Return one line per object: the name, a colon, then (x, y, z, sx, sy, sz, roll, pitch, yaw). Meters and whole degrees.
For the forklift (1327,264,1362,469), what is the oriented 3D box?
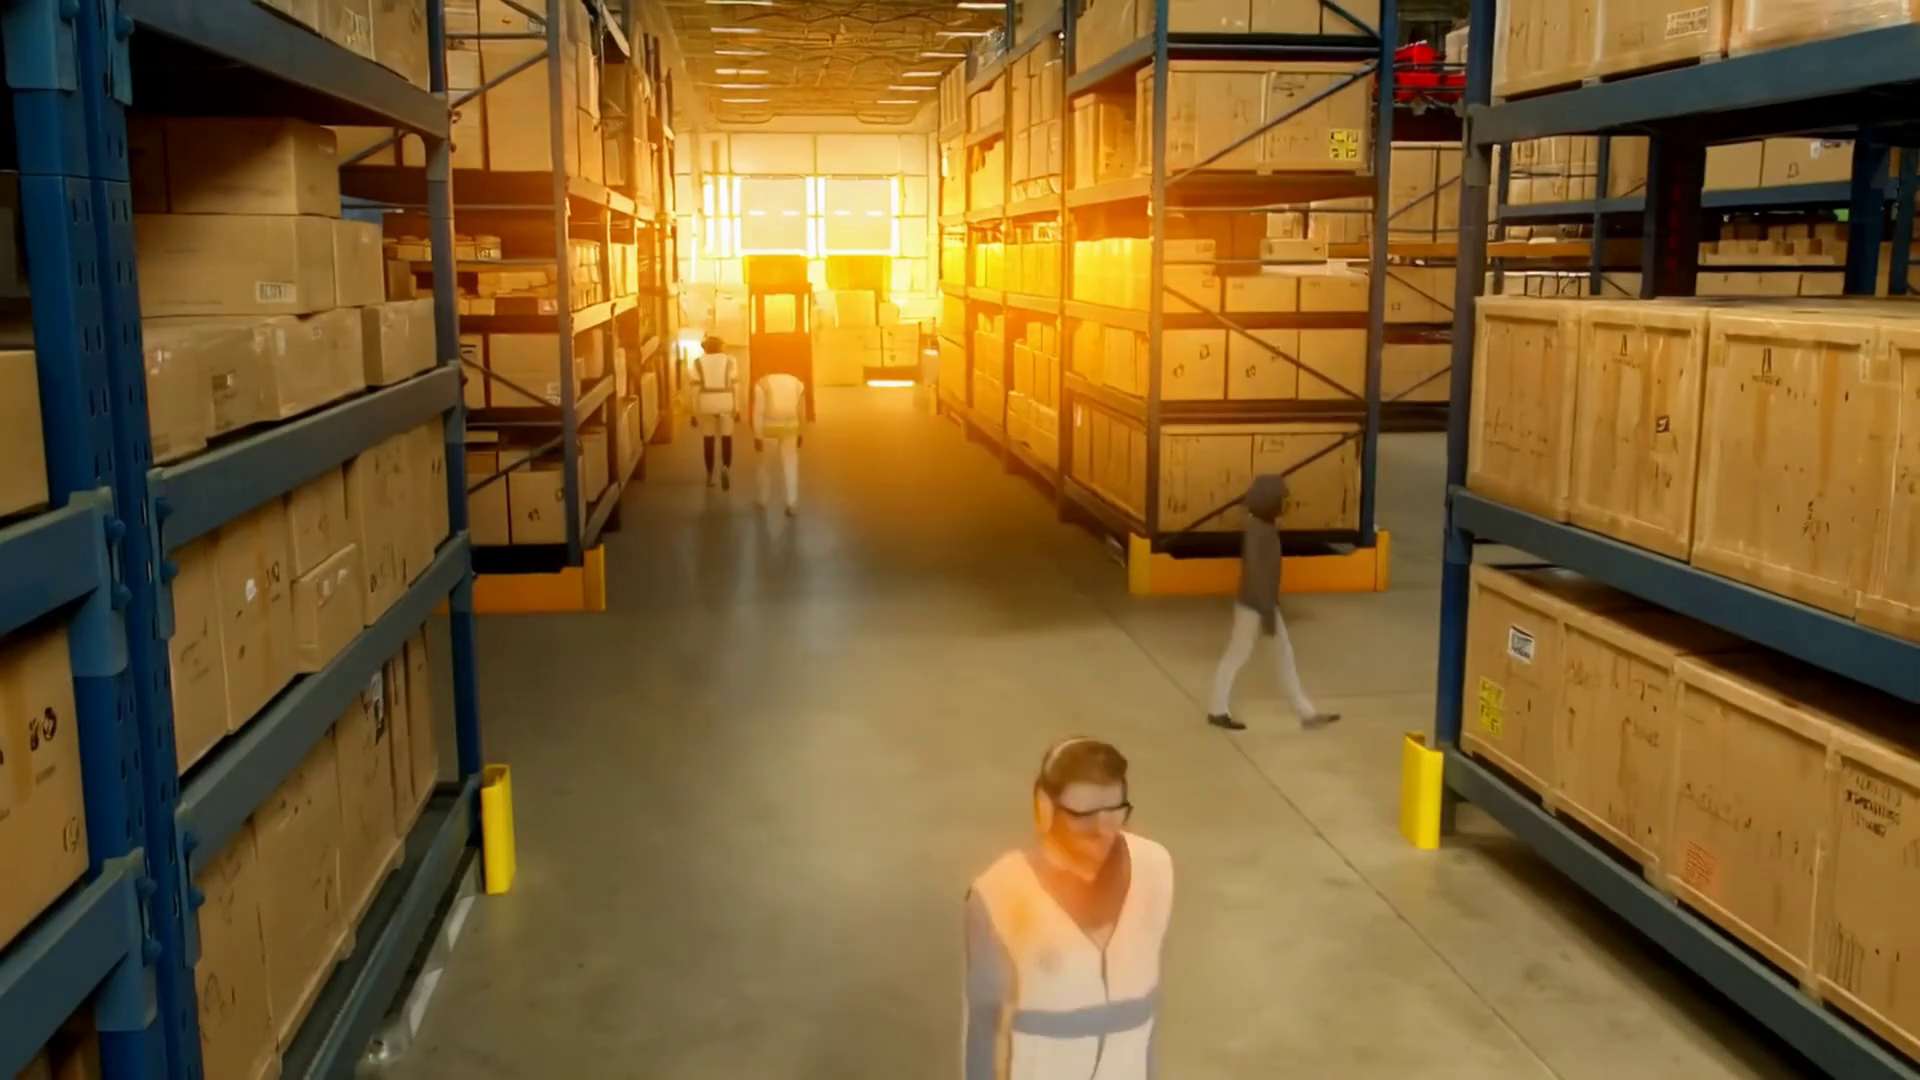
forklift: (4.428, -2.248, 21.651, 1.129, 2.768, 1.873, 6, 12, 33)

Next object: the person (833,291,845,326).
person: (-3.181, -5.859, 45.510, 0.592, 1.914, 0.398, -4, 11, -22)

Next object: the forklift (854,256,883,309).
forklift: (-3.037, -8.050, 55.429, 1.129, 2.768, 1.873, -6, 12, -33)

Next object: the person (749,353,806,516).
person: (-2.069, -1.191, 18.633, 0.665, 1.800, 0.923, -5, 11, -27)

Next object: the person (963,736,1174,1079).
person: (0.295, 1.347, 3.860, 0.596, 1.793, 0.951, -5, 11, -26)

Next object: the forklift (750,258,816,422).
forklift: (-3.136, -3.528, 29.105, 1.129, 2.768, 1.873, -1, 10, -7)

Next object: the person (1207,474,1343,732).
person: (1.880, 0.401, 9.966, 0.850, 1.584, 0.519, 4, 11, 22)

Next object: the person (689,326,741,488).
person: (-3.023, -1.632, 20.562, 0.643, 2.029, 0.719, -2, 10, -13)

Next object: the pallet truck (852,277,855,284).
pallet truck: (-3.782, -9.391, 65.808, 1.885, 1.965, 0.823, 2, 10, 10)

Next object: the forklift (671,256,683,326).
forklift: (-11.356, -9.574, 64.303, 1.129, 2.768, 1.873, -1, 10, -7)
